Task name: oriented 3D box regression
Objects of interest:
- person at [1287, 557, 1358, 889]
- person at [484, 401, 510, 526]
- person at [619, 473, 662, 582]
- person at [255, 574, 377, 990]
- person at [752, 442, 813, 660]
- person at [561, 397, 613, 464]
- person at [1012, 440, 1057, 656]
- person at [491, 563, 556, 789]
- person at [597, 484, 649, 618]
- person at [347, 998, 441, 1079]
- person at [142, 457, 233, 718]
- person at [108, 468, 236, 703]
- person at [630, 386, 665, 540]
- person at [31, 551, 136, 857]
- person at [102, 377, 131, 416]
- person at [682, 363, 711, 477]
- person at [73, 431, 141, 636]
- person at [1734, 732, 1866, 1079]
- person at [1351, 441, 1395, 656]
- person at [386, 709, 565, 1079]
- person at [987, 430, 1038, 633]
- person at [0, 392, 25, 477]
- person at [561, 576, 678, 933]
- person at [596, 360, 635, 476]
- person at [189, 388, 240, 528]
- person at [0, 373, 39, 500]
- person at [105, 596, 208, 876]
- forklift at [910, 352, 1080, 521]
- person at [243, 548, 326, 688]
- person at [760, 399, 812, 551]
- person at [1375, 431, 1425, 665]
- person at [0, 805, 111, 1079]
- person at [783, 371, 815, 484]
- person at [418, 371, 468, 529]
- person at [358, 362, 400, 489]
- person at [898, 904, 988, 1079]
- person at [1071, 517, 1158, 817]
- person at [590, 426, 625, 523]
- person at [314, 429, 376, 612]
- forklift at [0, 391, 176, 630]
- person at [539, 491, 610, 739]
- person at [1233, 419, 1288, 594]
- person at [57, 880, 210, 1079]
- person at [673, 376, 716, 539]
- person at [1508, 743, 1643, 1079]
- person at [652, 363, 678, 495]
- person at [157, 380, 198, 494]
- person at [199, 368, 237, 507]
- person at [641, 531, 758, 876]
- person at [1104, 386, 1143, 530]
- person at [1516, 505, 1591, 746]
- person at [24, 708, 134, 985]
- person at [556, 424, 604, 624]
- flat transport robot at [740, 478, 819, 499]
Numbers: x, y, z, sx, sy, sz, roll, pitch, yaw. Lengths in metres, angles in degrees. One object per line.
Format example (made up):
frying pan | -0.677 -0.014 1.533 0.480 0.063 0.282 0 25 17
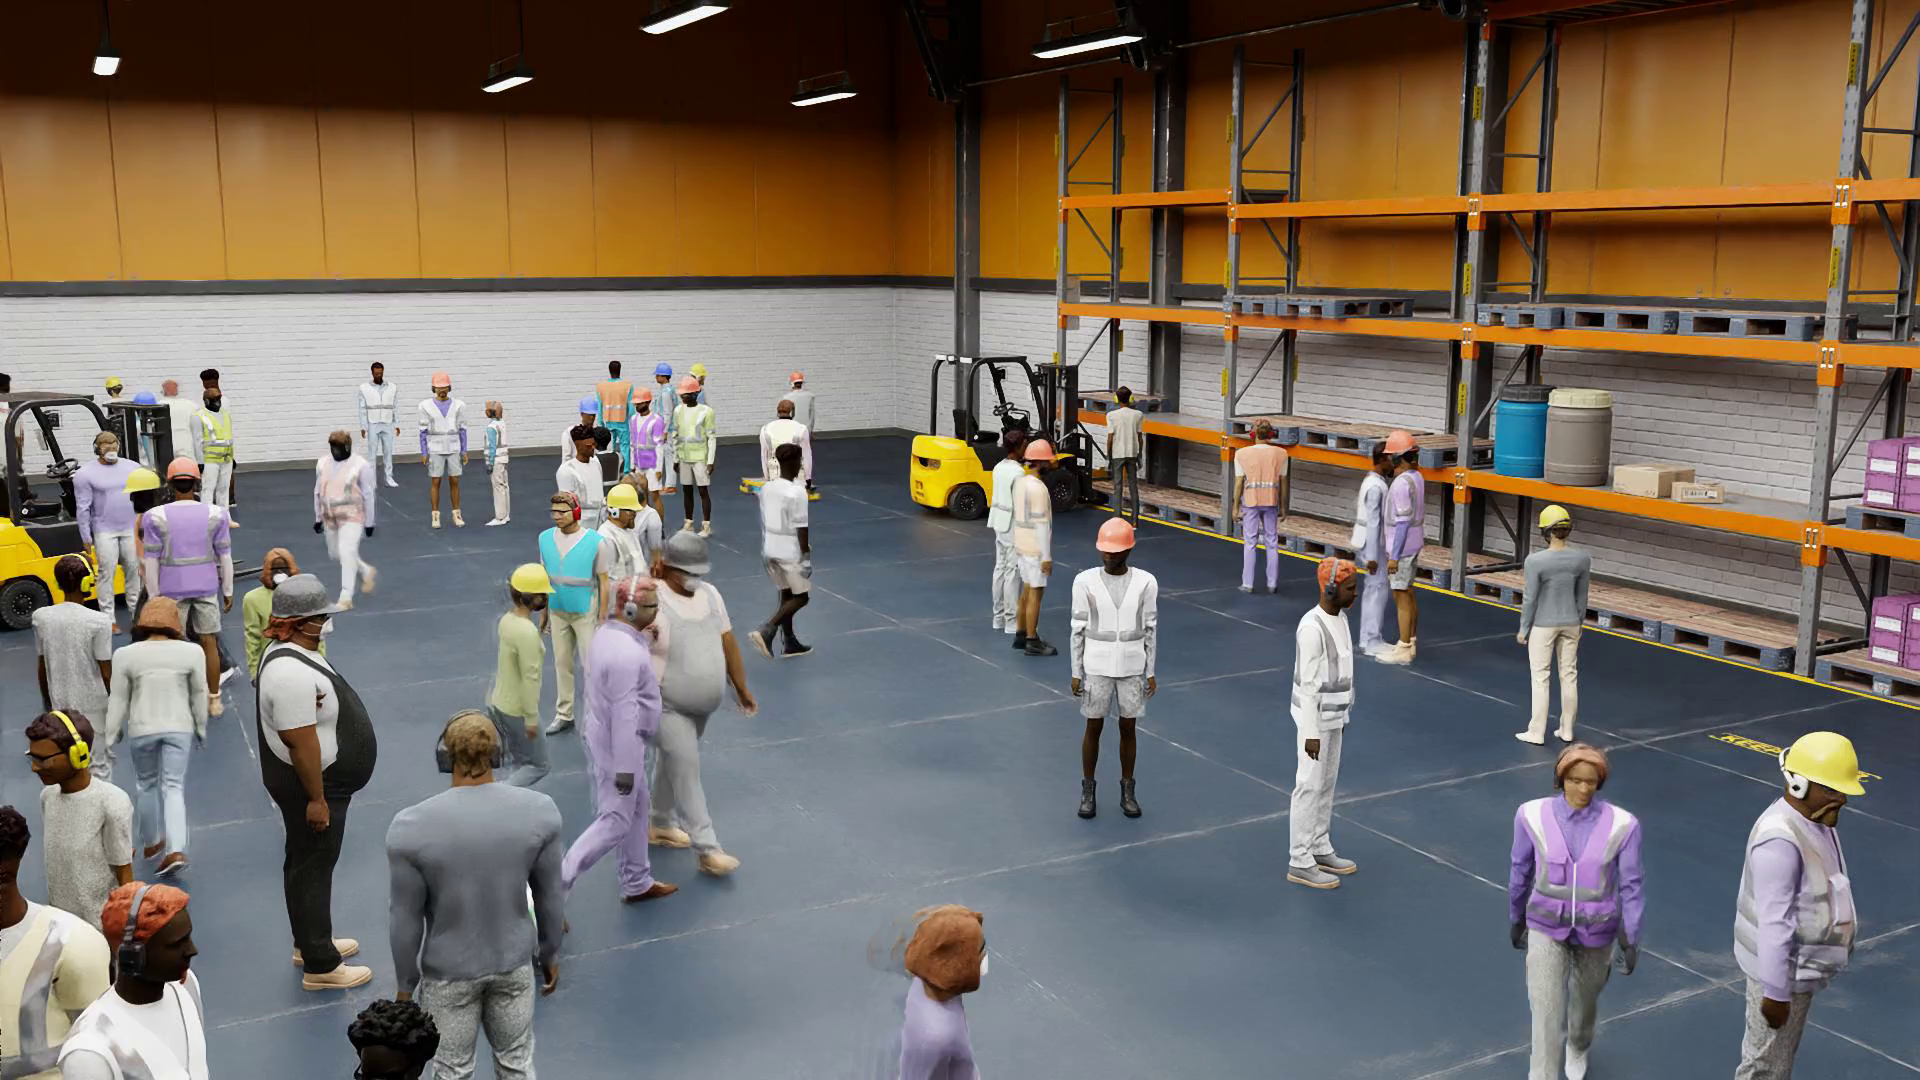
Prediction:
person | 2.070 1.024 9.443 0.359 1.880 0.575 6 11 30
person | -6.075 -1.009 21.814 0.307 1.645 0.513 0 10 0
person | -2.560 0.367 13.330 0.345 1.840 0.504 -8 12 -37
person | -3.146 1.161 8.180 0.538 2.000 0.681 -5 11 -26
person | -1.569 0.114 14.504 0.674 1.945 0.606 -9 13 -41
person | -4.248 -0.673 19.041 0.599 1.940 0.414 -5 11 -27
person | 0.675 0.074 14.795 0.391 1.925 0.566 -3 10 -17
person | -2.659 1.005 9.919 0.527 1.742 0.536 -6 12 -32
person | -2.601 0.469 12.816 0.403 1.817 0.601 1 10 4
person | -1.441 1.999 4.346 0.532 1.696 0.319 0 10 0
person | -5.899 0.377 12.746 0.612 2.029 0.407 -6 12 -33
person | -6.395 0.341 13.397 0.588 1.878 1.008 6 12 33
person | -3.893 -0.938 20.591 0.546 1.929 0.387 7 12 36
person | -5.102 0.995 9.662 0.511 1.862 0.325 2 10 9
person | -12.286 -1.501 24.290 0.327 1.769 0.525 4 11 21
person | -4.182 -1.888 26.372 0.422 1.819 0.609 -6 11 -29
person | -7.932 -0.069 15.602 0.383 1.929 0.634 8 13 38
person | 3.145 1.600 6.278 0.404 1.823 0.592 7 12 36
person | 3.724 0.067 14.857 0.448 1.912 0.601 2 10 13
person | -1.768 1.574 6.145 0.636 1.928 0.387 -6 11 -29
person | 0.475 -0.080 15.686 0.399 1.917 0.590 -4 11 -20
person | -12.013 -0.954 20.832 0.320 1.876 0.533 8 13 39
person | -1.913 1.120 8.923 0.761 1.878 0.676 -4 11 -21
person | -5.298 -1.805 25.634 0.588 1.911 0.400 1 10 5
person | -9.571 -1.038 21.413 0.429 1.842 0.633 4 11 20
person | -13.171 -1.341 22.942 0.631 1.912 1.002 -1 10 -5
person | -4.647 1.131 9.629 0.558 1.595 0.698 -4 11 -22
forklift | 0.460 -1.461 22.833 2.313 2.155 1.214 -5 11 -28
person | -4.533 0.845 11.202 0.499 1.624 0.303 -4 11 -24
person | -2.048 -0.755 19.797 0.624 1.840 0.429 2 10 12
person | 3.823 0.067 14.478 0.394 2.038 0.611 5 11 27
person | -2.859 1.739 5.068 0.609 1.963 0.367 2 10 10
person | -2.489 -1.714 25.553 0.562 1.753 0.333 -7 12 -34
person | -6.679 -1.164 21.559 0.607 2.044 0.377 -5 11 -28
person | -8.829 -1.748 25.286 0.596 1.915 0.373 -8 13 -38
person | -0.090 1.898 5.254 0.890 1.581 0.503 -1 10 -5
person | 0.976 0.808 10.511 0.552 1.933 0.364 0 10 -2
person | -3.890 -0.409 18.236 0.321 1.689 0.530 8 13 40
person | -6.174 -0.227 16.812 0.627 1.821 0.777 3 10 19
forklift | -9.026 -0.363 16.508 1.214 2.155 2.313 6 11 29
person | -2.845 0.543 12.299 0.570 1.843 0.373 4 10 20
person | 3.140 -0.344 17.404 0.565 1.845 0.384 -1 10 -3
person | -2.244 1.856 4.646 0.350 1.879 0.579 1 10 3
person | -3.333 -1.020 20.733 0.611 2.040 0.393 5 11 27
person | 2.549 1.604 6.925 0.515 1.597 0.870 3 10 19
person | -4.337 -1.642 24.573 0.381 1.951 0.605 -2 10 -9
person | -10.651 -1.241 22.529 0.650 1.849 0.985 -8 12 -37
person | -10.407 -1.428 23.319 0.380 1.958 0.603 -8 13 -38
person | -1.545 0.898 9.694 0.969 2.000 0.705 6 12 31
person | 2.113 -1.051 21.426 0.518 1.865 0.329 -2 10 -10
person | 4.301 0.623 12.092 0.522 1.761 0.321 -2 10 -12
person | -3.377 1.556 6.450 0.524 1.857 0.340 5 11 27
person | -3.570 -0.130 15.822 0.366 1.967 0.602 4 11 21
flat transport robot | -2.655 -0.758 24.316 0.652 0.197 1.431 -5 11 -28
